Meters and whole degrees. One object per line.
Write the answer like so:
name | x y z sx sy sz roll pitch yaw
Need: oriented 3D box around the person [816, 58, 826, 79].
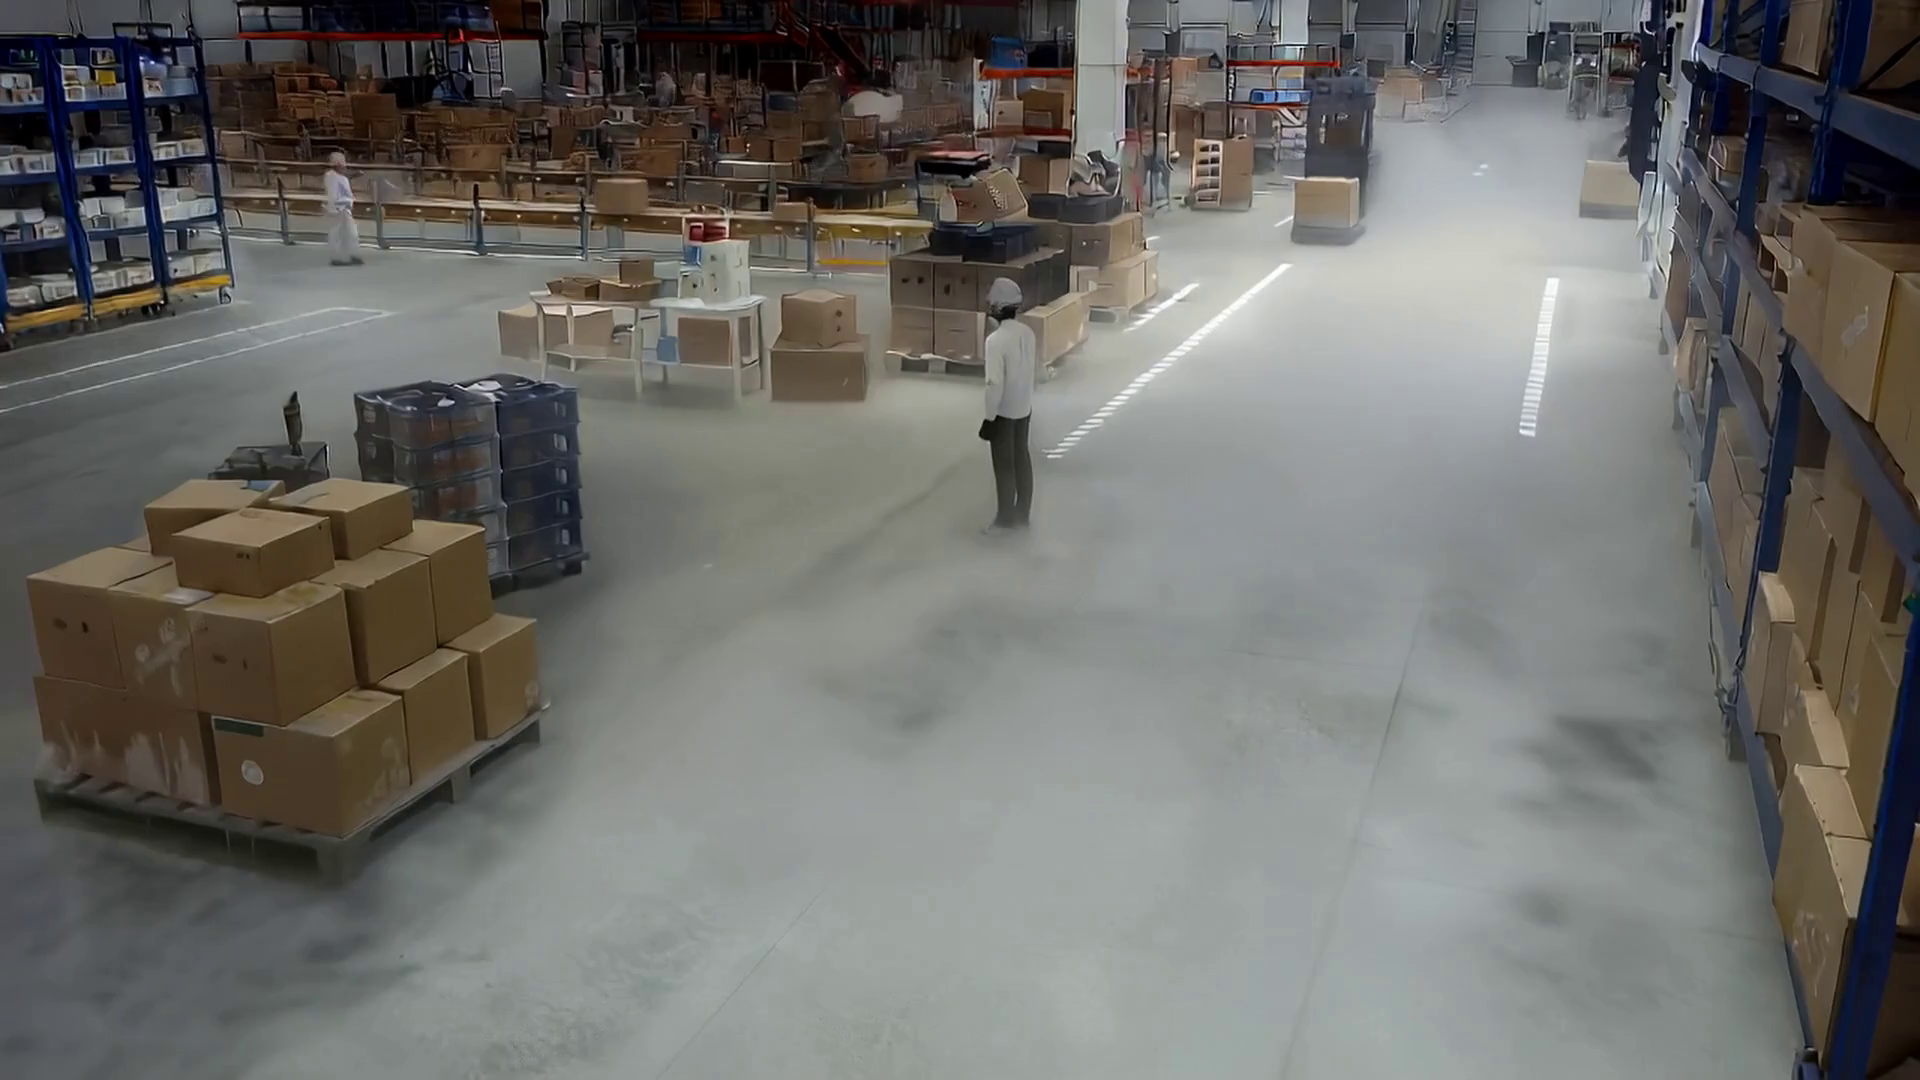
person | -6.175 -20.407 73.839 0.416 1.916 0.536 -7 19 -21

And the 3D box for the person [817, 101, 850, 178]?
person | -3.025 -9.591 39.953 0.878 1.861 0.640 -7 19 -22

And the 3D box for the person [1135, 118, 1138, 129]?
person | 3.952 -9.510 39.390 0.607 2.048 0.369 17 24 42

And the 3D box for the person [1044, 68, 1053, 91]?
person | 4.120 -21.874 78.536 0.618 1.866 0.582 -13 22 -35

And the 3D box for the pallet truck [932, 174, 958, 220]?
pallet truck | -0.507 -5.292 27.348 0.653 1.274 1.630 6 19 19

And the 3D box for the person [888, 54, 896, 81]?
person | -3.401 -23.903 85.052 0.522 1.790 1.005 -1 18 -2

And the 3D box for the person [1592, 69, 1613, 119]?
person | 24.324 -16.829 62.741 0.868 1.826 0.574 12 21 34

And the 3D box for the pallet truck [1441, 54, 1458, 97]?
pallet truck | 22.765 -21.886 78.355 0.823 1.965 1.885 -4 18 -14

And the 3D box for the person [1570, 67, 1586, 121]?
person | 22.784 -16.419 61.297 0.442 1.924 0.646 -3 18 -9

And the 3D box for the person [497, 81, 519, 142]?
person | -13.799 -12.987 50.571 0.976 1.882 0.569 9 20 27

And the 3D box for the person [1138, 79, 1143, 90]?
person | 8.884 -22.974 81.913 0.616 1.920 0.850 -2 18 -7

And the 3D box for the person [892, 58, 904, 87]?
person | -2.842 -21.363 76.977 0.590 1.847 0.968 4 18 12

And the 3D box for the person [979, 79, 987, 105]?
person | 0.827 -15.358 58.454 0.535 1.616 0.523 -9 20 -27

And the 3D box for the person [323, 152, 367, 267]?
person | -9.738 -5.207 26.260 0.675 1.805 0.612 2 18 7

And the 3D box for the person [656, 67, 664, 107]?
person | -10.932 -16.452 61.363 1.018 1.957 0.642 14 22 36

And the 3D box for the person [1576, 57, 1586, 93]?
person | 30.013 -22.428 80.387 0.631 1.785 0.970 -13 22 -36

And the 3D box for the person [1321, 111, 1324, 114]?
person | 12.027 -14.475 55.722 0.884 1.594 0.531 -1 18 -4

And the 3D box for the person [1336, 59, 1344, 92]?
person | 16.372 -19.777 71.863 0.454 1.913 0.577 15 23 39

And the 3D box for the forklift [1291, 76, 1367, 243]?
forklift | 6.598 -6.755 29.381 1.129 2.768 1.873 6 19 19

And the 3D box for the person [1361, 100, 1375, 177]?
person | 9.910 -9.842 40.604 0.351 1.942 0.545 0 18 -1

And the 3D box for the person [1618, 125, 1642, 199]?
person | 14.280 -8.015 35.336 0.543 1.651 0.807 -15 23 -38

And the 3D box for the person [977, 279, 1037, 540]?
person | 0.351 -0.997 12.721 0.383 1.996 0.609 12 21 33

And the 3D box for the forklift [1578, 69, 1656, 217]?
forklift | 13.219 -7.740 32.475 1.873 2.768 1.129 6 19 18

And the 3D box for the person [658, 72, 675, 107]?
person | -10.456 -15.737 59.323 0.595 1.825 0.404 -8 19 -24

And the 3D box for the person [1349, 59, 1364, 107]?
person | 16.761 -19.246 69.992 0.700 2.000 1.028 -12 21 -34
